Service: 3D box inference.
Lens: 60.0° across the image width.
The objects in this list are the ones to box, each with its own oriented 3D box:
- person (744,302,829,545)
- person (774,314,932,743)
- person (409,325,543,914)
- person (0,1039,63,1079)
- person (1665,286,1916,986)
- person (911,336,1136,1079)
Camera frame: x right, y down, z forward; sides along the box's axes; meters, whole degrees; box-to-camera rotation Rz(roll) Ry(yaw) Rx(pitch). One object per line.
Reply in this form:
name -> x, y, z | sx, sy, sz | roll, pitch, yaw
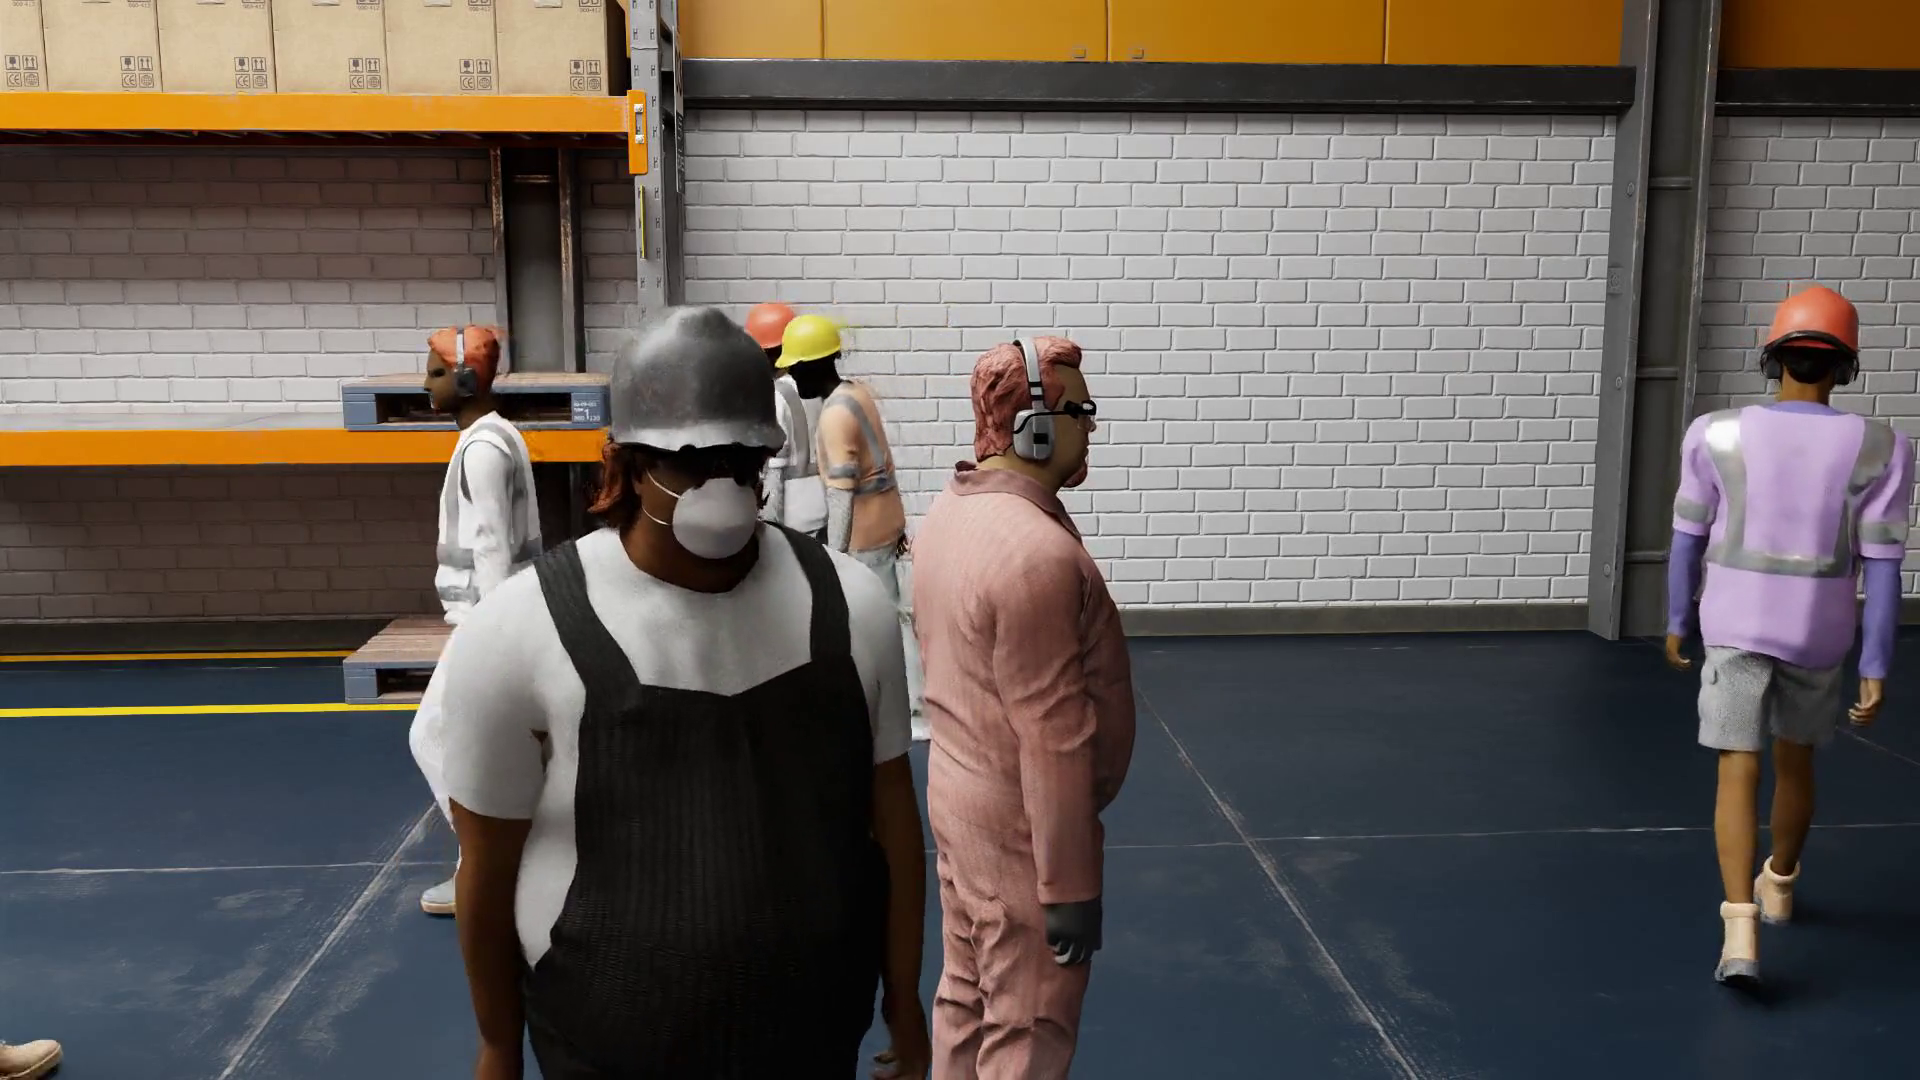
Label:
person -> -0.714, -0.103, 7.444 | 0.516, 1.906, 0.598 | 3, 10, 18
person -> -0.470, -0.026, 7.098 | 0.864, 1.852, 0.622 | -1, 9, -4
person -> -1.548, 0.261, 5.272 | 0.585, 1.862, 0.607 | -2, 9, -11
person -> -2.403, 0.518, 3.862 | 0.606, 1.819, 0.647 | -6, 11, -35
person -> 2.392, 0.265, 4.848 | 0.610, 2.002, 1.013 | 3, 10, 21
person -> 0.136, 0.565, 3.232 | 0.407, 1.909, 0.639 | -3, 10, -18
